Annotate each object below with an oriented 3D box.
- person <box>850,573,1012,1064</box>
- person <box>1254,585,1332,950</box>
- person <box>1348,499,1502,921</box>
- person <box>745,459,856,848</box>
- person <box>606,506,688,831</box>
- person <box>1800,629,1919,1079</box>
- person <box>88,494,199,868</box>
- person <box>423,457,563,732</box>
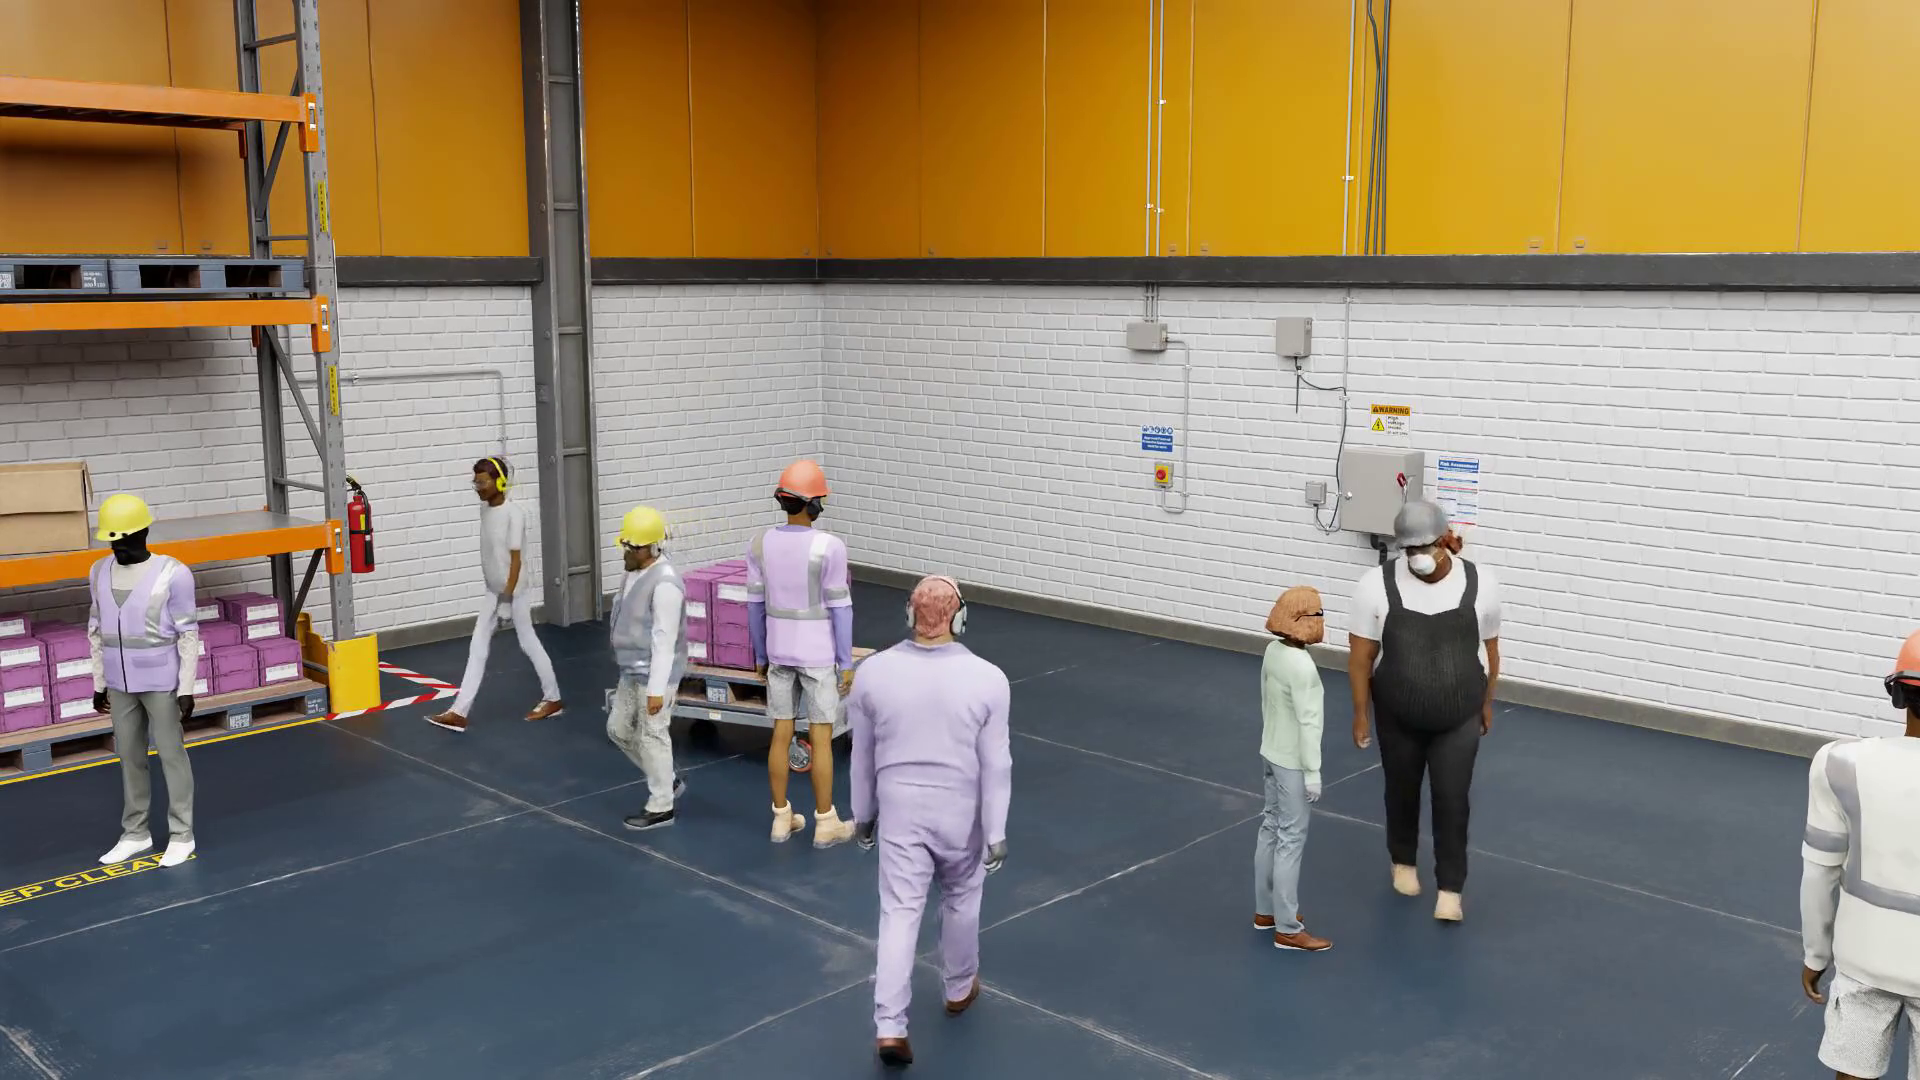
[{"bbox_3d":[-0.121,1.059,6.463,0.651,1.870,0.936,2,9,11],"label":"person"},{"bbox_3d":[1.499,1.009,7.477,0.279,1.634,0.499,-2,9,-10],"label":"person"},{"bbox_3d":[2.176,0.751,7.822,0.703,2.000,0.858,2,10,14],"label":"person"},{"bbox_3d":[-0.819,0.597,8.756,0.605,2.045,0.380,4,10,25],"label":"person"},{"bbox_3d":[-1.671,0.698,8.882,0.426,1.800,0.624,-5,10,-27],"label":"person"},{"bbox_3d":[2.770,1.236,4.840,0.609,2.043,0.376,8,12,42],"label":"person"},{"bbox_3d":[-4.151,0.711,8.440,0.585,1.918,0.378,2,9,10],"label":"person"},{"bbox_3d":[-3.039,0.362,10.926,0.536,1.804,1.008,8,12,41],"label":"person"}]
